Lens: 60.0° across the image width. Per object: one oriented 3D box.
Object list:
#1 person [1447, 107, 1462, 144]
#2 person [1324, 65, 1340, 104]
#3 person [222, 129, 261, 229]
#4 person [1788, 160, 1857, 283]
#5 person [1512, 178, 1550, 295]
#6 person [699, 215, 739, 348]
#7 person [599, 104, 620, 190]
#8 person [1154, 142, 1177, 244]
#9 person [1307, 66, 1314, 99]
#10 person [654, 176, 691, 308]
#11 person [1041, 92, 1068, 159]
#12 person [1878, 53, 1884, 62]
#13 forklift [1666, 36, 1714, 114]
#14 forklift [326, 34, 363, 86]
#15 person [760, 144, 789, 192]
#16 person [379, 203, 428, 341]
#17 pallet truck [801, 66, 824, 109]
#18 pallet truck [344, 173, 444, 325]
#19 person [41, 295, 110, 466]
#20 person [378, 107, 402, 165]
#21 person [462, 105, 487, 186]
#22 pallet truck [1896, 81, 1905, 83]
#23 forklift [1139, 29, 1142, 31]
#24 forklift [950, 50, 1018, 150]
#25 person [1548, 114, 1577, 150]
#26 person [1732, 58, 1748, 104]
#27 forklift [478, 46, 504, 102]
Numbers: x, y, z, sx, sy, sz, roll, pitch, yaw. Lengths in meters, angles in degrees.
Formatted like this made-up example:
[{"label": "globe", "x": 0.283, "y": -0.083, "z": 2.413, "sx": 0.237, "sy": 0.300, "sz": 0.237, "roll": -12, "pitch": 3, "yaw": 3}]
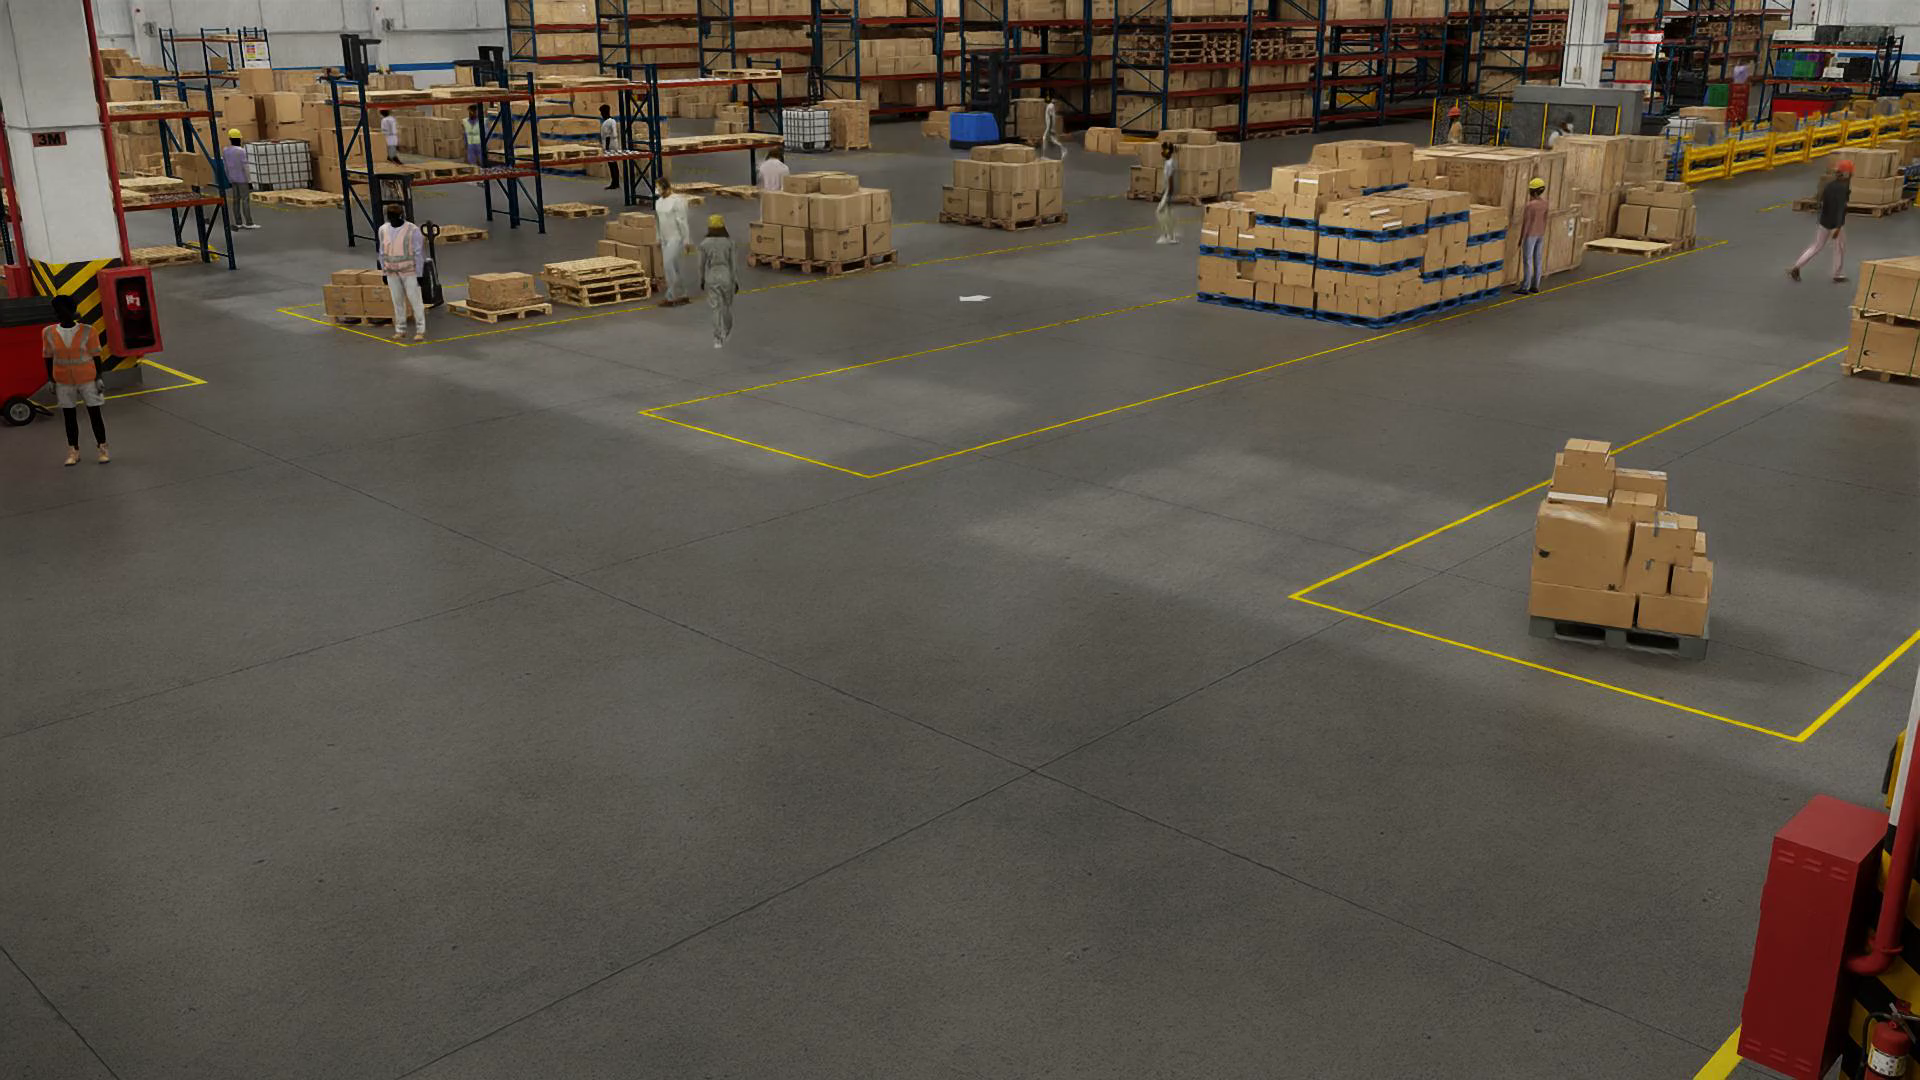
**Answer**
[{"label": "person", "x": 11.319, "y": -8.945, "z": 38.211, "sx": 0.376, "sy": 1.934, "sz": 0.548, "roll": 7, "pitch": 20, "yaw": 20}, {"label": "person", "x": 15.217, "y": -18.579, "z": 67.777, "sx": 0.855, "sy": 1.587, "sz": 0.502, "roll": 17, "pitch": 25, "yaw": 41}, {"label": "person", "x": -14.089, "y": -7.054, "z": 32.525, "sx": 0.587, "sy": 1.928, "sz": 0.362, "roll": 7, "pitch": 20, "yaw": 21}, {"label": "person", "x": 13.813, "y": -5.055, "z": 26.460, "sx": 0.922, "sy": 1.963, "sz": 0.615, "roll": -3, "pitch": 19, "yaw": -9}, {"label": "person", "x": 8.802, "y": -4.667, "z": 25.585, "sx": 0.524, "sy": 1.769, "sz": 0.308, "roll": -11, "pitch": 21, "yaw": -30}, {"label": "person", "x": -3.183, "y": -3.429, "z": 21.973, "sx": 0.503, "sy": 1.691, "sz": 0.928, "roll": -3, "pitch": 19, "yaw": -10}, {"label": "person", "x": -8.182, "y": -9.168, "z": 38.842, "sx": 0.390, "sy": 1.959, "sz": 0.603, "roll": 3, "pitch": 19, "yaw": 8}, {"label": "person", "x": 3.767, "y": -6.363, "z": 30.551, "sx": 0.551, "sy": 1.851, "sz": 0.569, "roll": 3, "pitch": 19, "yaw": 8}, {"label": "person", "x": 12.999, "y": -16.560, "z": 61.363, "sx": 0.470, "sy": 1.813, "sz": 0.634, "roll": 15, "pitch": 23, "yaw": 38}, {"label": "person", "x": -4.352, "y": -4.379, "z": 24.514, "sx": 0.794, "sy": 1.893, "sz": 0.675, "roll": -16, "pitch": 24, "yaw": -40}, {"label": "person", "x": 2.539, "y": -11.352, "z": 45.630, "sx": 0.773, "sy": 1.838, "sz": 0.521, "roll": 2, "pitch": 18, "yaw": 6}, {"label": "person", "x": 38.359, "y": -19.368, "z": 69.565, "sx": 0.626, "sy": 1.969, "sz": 0.448, "roll": 2, "pitch": 18, "yaw": 5}, {"label": "forklift", "x": 27.341, "y": -17.291, "z": 61.877, "sx": 1.129, "sy": 2.768, "sz": 1.873, "roll": 17, "pitch": 25, "yaw": 41}, {"label": "forklift", "x": -23.631, "y": -18.242, "z": 64.744, "sx": 1.129, "sy": 2.768, "sz": 1.873, "roll": 17, "pitch": 25, "yaw": 41}, {"label": "person", "x": -3.315, "y": -6.099, "z": 29.721, "sx": 0.633, "sy": 1.892, "sz": 1.013, "roll": 8, "pitch": 20, "yaw": 24}, {"label": "person", "x": -7.428, "y": -3.555, "z": 22.142, "sx": 0.621, "sy": 1.834, "sz": 0.430, "roll": 4, "pitch": 19, "yaw": 12}, {"label": "pallet truck", "x": -4.812, "y": -15.182, "z": 56.903, "sx": 0.823, "sy": 1.965, "sz": 1.885, "roll": -9, "pitch": 21, "yaw": -26}, {"label": "pallet truck", "x": -8.209, "y": -4.181, "z": 23.757, "sx": 0.823, "sy": 1.965, "sz": 1.885, "roll": 3, "pitch": 19, "yaw": 9}, {"label": "person", "x": -8.697, "y": -1.572, "z": 16.364, "sx": 0.535, "sy": 1.700, "sz": 0.318, "roll": -5, "pitch": 19, "yaw": -16}, {"label": "person", "x": -13.879, "y": -9.606, "z": 40.263, "sx": 0.982, "sy": 1.883, "sz": 0.570, "roll": 2, "pitch": 18, "yaw": 6}, {"label": "person", "x": -11.541, "y": -9.368, "z": 39.561, "sx": 0.609, "sy": 1.873, "sz": 0.952, "roll": 1, "pitch": 18, "yaw": 3}, {"label": "pallet truck", "x": 34.802, "y": -16.331, "z": 61.455, "sx": 0.653, "sy": 1.274, "sz": 1.630, "roll": 17, "pitch": 25, "yaw": 41}, {"label": "forklift", "x": 8.250, "y": -21.337, "z": 74.066, "sx": 1.873, "sy": 2.768, "sz": 1.129, "roll": -16, "pitch": 24, "yaw": -39}, {"label": "forklift", "x": 0.682, "y": -12.765, "z": 48.241, "sx": 1.129, "sy": 2.768, "sz": 1.873, "roll": 17, "pitch": 25, "yaw": 41}, {"label": "person", "x": 12.923, "y": -8.125, "z": 35.573, "sx": 0.692, "sy": 2.000, "sz": 1.056, "roll": -4, "pitch": 19, "yaw": -11}, {"label": "person", "x": 30.898, "y": -18.112, "z": 65.853, "sx": 0.701, "sy": 1.924, "sz": 0.634, "roll": -10, "pitch": 21, "yaw": -27}, {"label": "forklift", "x": -14.397, "y": -13.832, "z": 51.456, "sx": 1.129, "sy": 2.768, "sz": 1.873, "roll": 17, "pitch": 25, "yaw": 41}]
